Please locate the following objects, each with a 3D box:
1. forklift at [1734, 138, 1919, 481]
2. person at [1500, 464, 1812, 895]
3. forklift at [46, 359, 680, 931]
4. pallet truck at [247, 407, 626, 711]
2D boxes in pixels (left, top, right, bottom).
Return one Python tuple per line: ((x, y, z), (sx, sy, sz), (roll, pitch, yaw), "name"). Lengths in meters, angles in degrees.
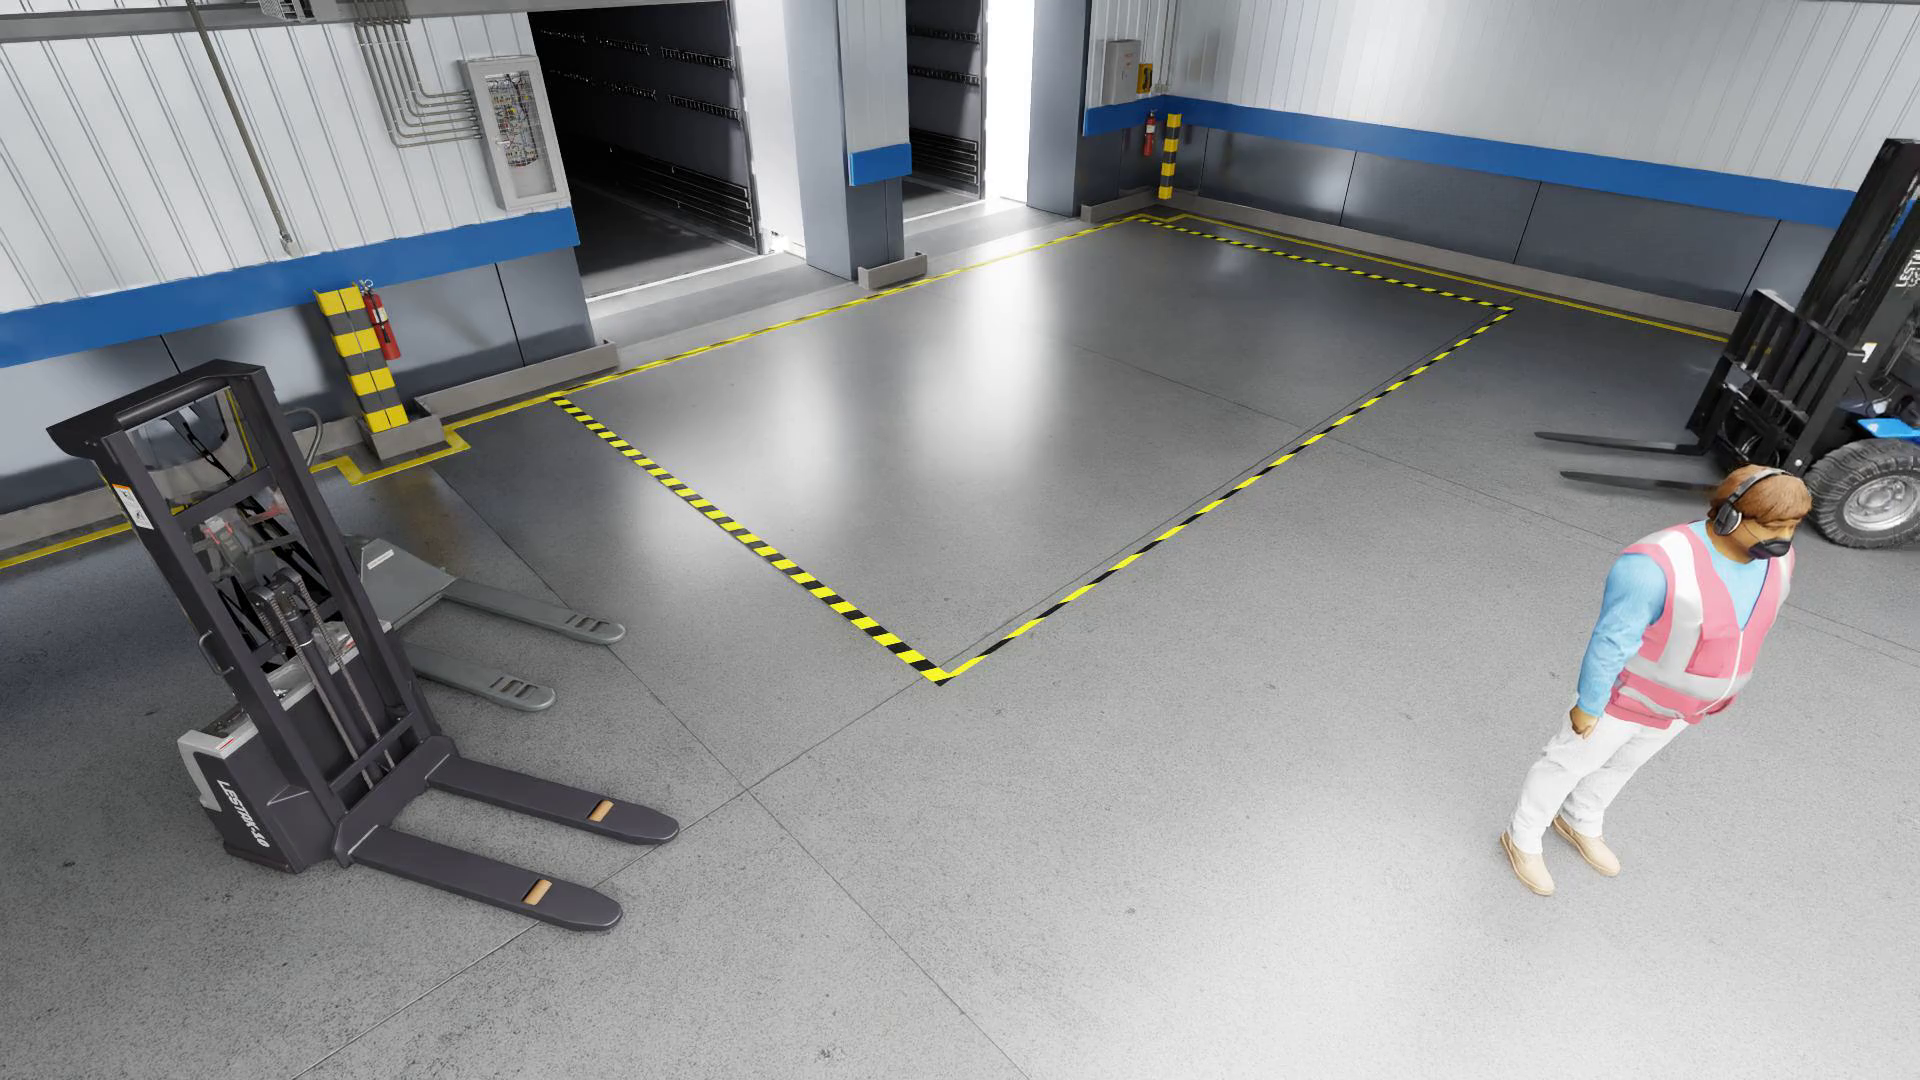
((6.411, -1.158, 5.361), (2.680, 2.036, 1.157), (7, 35, 10), "forklift")
((2.483, 0.551, 3.300), (0.621, 1.845, 0.431), (-7, 35, -10), "person")
((-2.135, 0.422, 3.354), (1.885, 1.965, 0.823), (10, 35, 14), "forklift")
((-2.628, 0.038, 4.590), (1.601, 1.201, 0.680), (12, 36, 18), "pallet truck")
